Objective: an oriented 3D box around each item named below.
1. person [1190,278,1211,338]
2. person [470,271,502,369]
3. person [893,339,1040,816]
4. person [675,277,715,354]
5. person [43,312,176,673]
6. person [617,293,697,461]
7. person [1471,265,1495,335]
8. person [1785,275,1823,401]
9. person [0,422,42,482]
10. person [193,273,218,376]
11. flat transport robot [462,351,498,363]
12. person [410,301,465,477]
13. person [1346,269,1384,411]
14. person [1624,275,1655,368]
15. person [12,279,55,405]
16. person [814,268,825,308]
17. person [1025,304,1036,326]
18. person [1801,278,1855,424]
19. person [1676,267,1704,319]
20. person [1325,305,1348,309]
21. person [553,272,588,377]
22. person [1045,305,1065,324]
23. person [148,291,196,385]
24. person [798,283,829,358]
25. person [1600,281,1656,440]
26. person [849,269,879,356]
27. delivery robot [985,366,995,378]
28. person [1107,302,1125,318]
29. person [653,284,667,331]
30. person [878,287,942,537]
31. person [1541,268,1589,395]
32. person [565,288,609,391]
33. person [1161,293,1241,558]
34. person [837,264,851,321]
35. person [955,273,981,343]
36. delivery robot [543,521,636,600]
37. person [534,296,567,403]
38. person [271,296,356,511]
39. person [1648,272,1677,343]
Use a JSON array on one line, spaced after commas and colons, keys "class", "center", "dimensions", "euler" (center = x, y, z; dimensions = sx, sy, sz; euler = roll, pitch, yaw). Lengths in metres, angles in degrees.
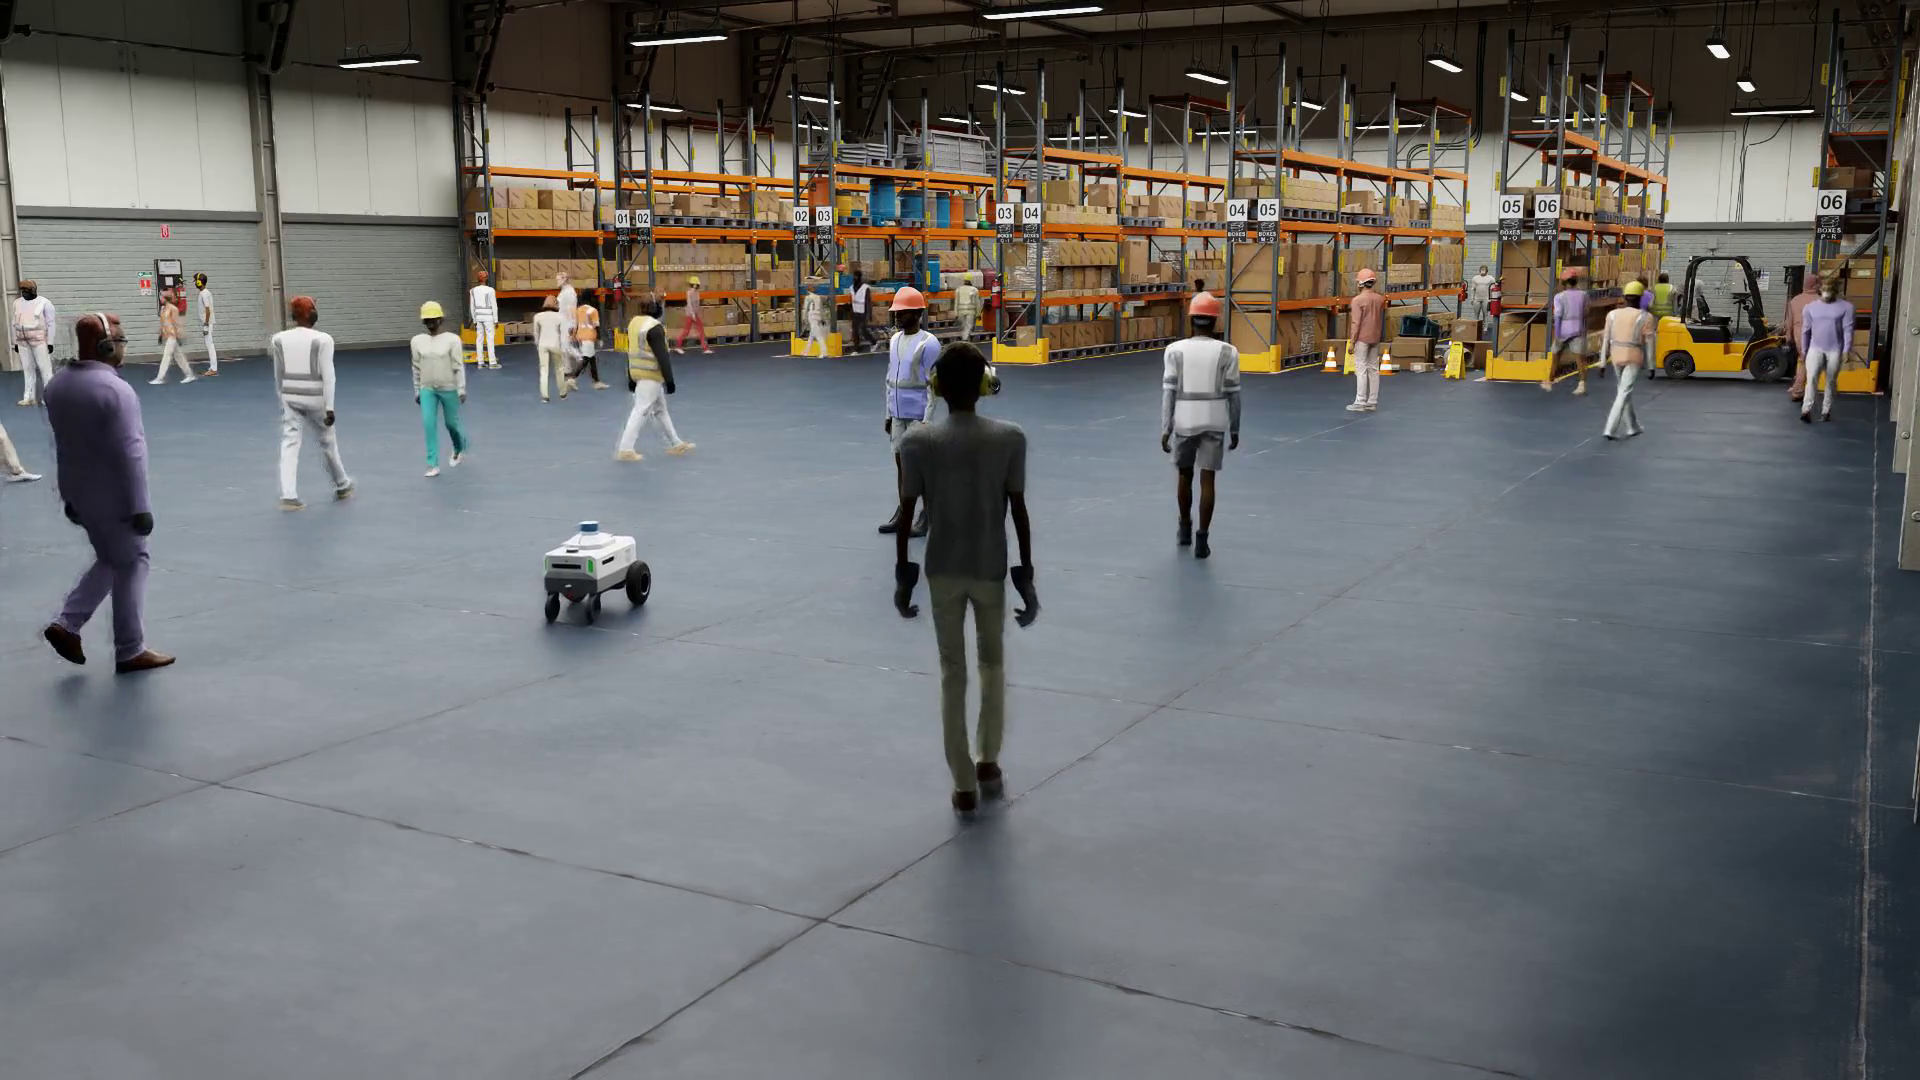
[{"class": "person", "center": [5.477, -5.100, 37.752], "dimensions": [0.533, 1.676, 0.723], "euler": [7, 12, 36]}, {"class": "person", "center": [-9.182, -4.250, 32.186], "dimensions": [0.573, 1.883, 0.356], "euler": [3, 10, 19]}, {"class": "person", "center": [0.017, 0.130, 6.625], "dimensions": [0.570, 1.848, 0.685], "euler": [0, 10, -2]}, {"class": "person", "center": [-5.954, -4.987, 36.984], "dimensions": [0.913, 1.725, 0.526], "euler": [4, 11, 23]}, {"class": "person", "center": [-4.436, -0.227, 8.608], "dimensions": [0.662, 1.887, 0.492], "euler": [6, 11, 32]}, {"class": "person", "center": [-3.293, -1.744, 17.792], "dimensions": [0.979, 1.789, 0.652], "euler": [-6, 11, -32]}, {"class": "person", "center": [14.481, -6.659, 46.126], "dimensions": [0.632, 1.940, 0.372], "euler": [5, 11, 28]}, {"class": "person", "center": [12.841, -3.019, 24.976], "dimensions": [0.802, 1.874, 0.665], "euler": [-4, 11, -24]}, {"class": "person", "center": [-9.310, -1.295, 15.741], "dimensions": [0.893, 1.591, 0.531], "euler": [-6, 11, -29]}, {"class": "person", "center": [-13.738, -3.914, 30.279], "dimensions": [0.335, 1.864, 0.521], "euler": [-4, 10, -22]}, {"class": "flat transport robot", "center": [-10.227, -3.769, 34.079], "dimensions": [1.431, 0.197, 0.652], "euler": [5, 11, 28]}, {"class": "person", "center": [-5.208, -1.532, 16.693], "dimensions": [0.535, 1.737, 0.705], "euler": [0, 10, -1]}, {"class": "person", "center": [5.705, -2.814, 23.443], "dimensions": [0.610, 1.996, 0.386], "euler": [-7, 12, -34]}, {"class": "person", "center": [12.999, -4.172, 31.938], "dimensions": [0.575, 1.817, 0.890], "euler": [6, 11, 30]}, {"class": "person", "center": [-13.550, -2.882, 24.318], "dimensions": [0.621, 1.838, 0.429], "euler": [1, 10, 4]}, {"class": "person", "center": [-4.171, -7.096, 49.030], "dimensions": [0.624, 1.819, 0.424], "euler": [5, 11, 27]}, {"class": "person", "center": [1.902, -6.027, 42.844], "dimensions": [0.523, 1.804, 0.951], "euler": [5, 11, 26]}, {"class": "person", "center": [11.252, -2.451, 21.639], "dimensions": [0.635, 1.884, 1.014], "euler": [6, 11, 32]}, {"class": "person", "center": [18.143, -5.832, 41.354], "dimensions": [0.624, 1.909, 0.992], "euler": [4, 10, 21]}, {"class": "person", "center": [9.279, -5.752, 41.053], "dimensions": [0.570, 1.851, 0.551], "euler": [5, 11, 28]}, {"class": "person", "center": [-7.070, -3.882, 29.992], "dimensions": [0.543, 1.892, 0.668], "euler": [-5, 11, -28]}, {"class": "person", "center": [2.208, -5.360, 39.138], "dimensions": [0.487, 1.717, 0.775], "euler": [5, 11, 26]}, {"class": "person", "center": [-13.470, -3.449, 28.348], "dimensions": [0.841, 1.593, 0.530], "euler": [-9, 13, -43]}, {"class": "person", "center": [-3.135, -4.687, 35.586], "dimensions": [0.888, 1.590, 0.565], "euler": [5, 11, 29]}, {"class": "person", "center": [7.979, -2.136, 19.840], "dimensions": [1.015, 1.880, 0.604], "euler": [-8, 13, -39]}, {"class": "person", "center": [-2.126, -4.965, 36.340], "dimensions": [0.605, 1.893, 0.656], "euler": [8, 12, 39]}, {"class": "delivery robot", "center": [0.221, -2.608, 26.179], "dimensions": [0.707, 0.478, 0.477], "euler": [-9, 13, -42]}, {"class": "person", "center": [4.427, -6.848, 47.296], "dimensions": [0.643, 1.921, 0.441], "euler": [4, 11, 25]}, {"class": "person", "center": [-5.870, -4.163, 32.399], "dimensions": [0.414, 1.620, 0.506], "euler": [2, 10, 11]}, {"class": "person", "center": [-0.393, -0.992, 12.948], "dimensions": [0.544, 1.939, 0.354], "euler": [10, 14, 44]}, {"class": "person", "center": [9.577, -3.272, 26.185], "dimensions": [0.613, 1.987, 1.099], "euler": [-2, 10, -10]}, {"class": "person", "center": [-6.066, -3.232, 26.867], "dimensions": [0.816, 1.665, 0.536], "euler": [-9, 13, -41]}, {"class": "person", "center": [1.786, -0.860, 12.288], "dimensions": [0.566, 1.894, 0.929], "euler": [2, 10, 11]}, {"class": "person", "center": [-3.079, -6.165, 43.126], "dimensions": [0.626, 1.974, 0.680], "euler": [5, 11, 29]}, {"class": "person", "center": [0.167, -5.192, 37.962], "dimensions": [0.603, 1.799, 0.882], "euler": [5, 11, 26]}, {"class": "delivery robot", "center": [-2.256, 0.128, 10.160], "dimensions": [0.477, 0.478, 0.707], "euler": [2, 10, 11]}, {"class": "person", "center": [-6.129, -2.861, 24.917], "dimensions": [0.507, 1.582, 0.851], "euler": [0, 10, -2]}, {"class": "person", "center": [-5.674, -1.200, 14.494], "dimensions": [0.602, 1.821, 1.025], "euler": [1, 10, 5]}, {"class": "person", "center": [15.437, -4.976, 36.619], "dimensions": [0.631, 1.827, 0.632], "euler": [5, 11, 27]}]
